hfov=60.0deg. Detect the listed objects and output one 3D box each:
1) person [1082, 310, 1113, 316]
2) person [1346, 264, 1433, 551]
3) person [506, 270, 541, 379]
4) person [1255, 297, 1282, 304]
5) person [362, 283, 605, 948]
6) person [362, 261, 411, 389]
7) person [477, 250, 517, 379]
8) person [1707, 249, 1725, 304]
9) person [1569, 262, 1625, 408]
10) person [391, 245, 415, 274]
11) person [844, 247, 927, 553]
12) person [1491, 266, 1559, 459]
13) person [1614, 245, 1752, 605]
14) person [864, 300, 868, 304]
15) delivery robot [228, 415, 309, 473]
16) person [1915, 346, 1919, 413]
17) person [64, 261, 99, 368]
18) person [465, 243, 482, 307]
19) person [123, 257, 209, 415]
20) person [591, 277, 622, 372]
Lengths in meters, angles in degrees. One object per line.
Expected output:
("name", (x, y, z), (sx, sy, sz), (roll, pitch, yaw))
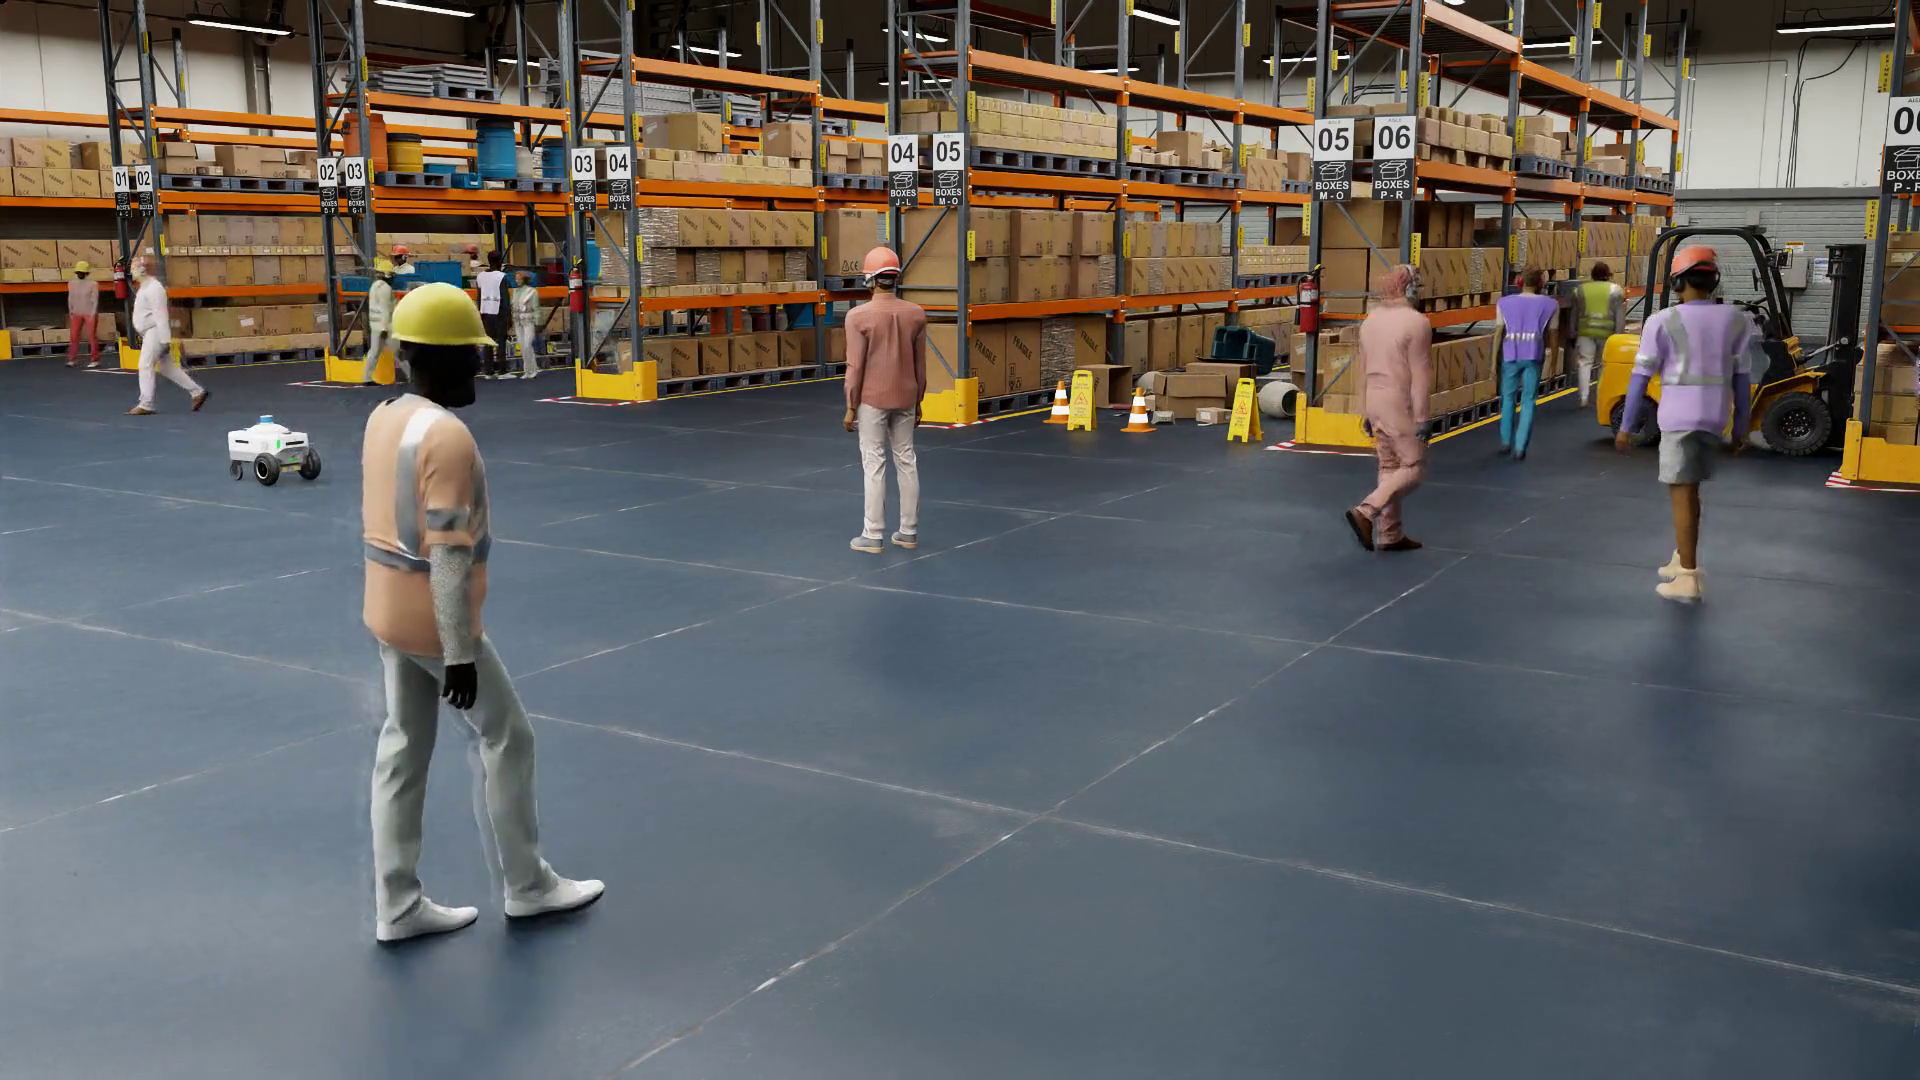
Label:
("person", (2.270, -3.747, 27.723), (0.555, 1.655, 0.827), (7, 12, 34))
("person", (2.796, -0.834, 10.778), (0.590, 1.890, 0.659), (-3, 11, -19))
("person", (-6.504, -3.198, 24.784), (0.520, 1.623, 0.431), (5, 11, 25))
("person", (5.903, -4.556, 31.756), (0.527, 1.848, 0.680), (6, 12, 30))
("person", (-1.406, 0.216, 4.851), (0.778, 1.901, 0.613), (-9, 13, -40))
("person", (-7.999, -3.013, 23.315), (0.930, 1.770, 0.614), (-8, 13, -36))
("person", (-6.943, -3.352, 24.811), (0.597, 1.915, 0.370), (6, 12, 28))
("person", (11.000, -3.340, 24.694), (0.607, 1.939, 0.600), (4, 11, 23))
("person", (7.851, -2.524, 20.536), (0.647, 1.790, 0.984), (6, 12, 30))
("person", (-9.525, -4.047, 28.486), (0.622, 1.993, 0.382), (6, 12, 30))
("person", (-0.494, -0.912, 10.925), (0.610, 1.995, 0.375), (-7, 12, -34))
("person", (5.388, -1.698, 15.859), (0.597, 1.795, 0.937), (3, 11, 18))
("person", (4.129, -0.669, 9.524), (0.640, 1.999, 0.785), (-2, 10, -10))
("person", (-1.655, -4.878, 33.693), (0.537, 1.797, 0.953), (6, 12, 30))
("delivery robot", (-5.894, -0.818, 14.169), (0.707, 0.478, 0.477), (6, 12, 31))
("person", (7.329, -1.093, 12.137), (0.667, 1.917, 0.602), (7, 12, 33))
("person", (-14.187, -3.628, 26.886), (0.531, 1.724, 0.822), (-1, 10, -5))
("person", (-10.080, -5.092, 34.273), (0.622, 2.028, 0.785), (7, 13, 36))
("person", (-9.482, -2.425, 19.764), (0.898, 1.874, 0.653), (-6, 12, -29))
("person", (-5.041, -3.029, 23.629), (0.501, 1.696, 0.912), (6, 12, 29))
